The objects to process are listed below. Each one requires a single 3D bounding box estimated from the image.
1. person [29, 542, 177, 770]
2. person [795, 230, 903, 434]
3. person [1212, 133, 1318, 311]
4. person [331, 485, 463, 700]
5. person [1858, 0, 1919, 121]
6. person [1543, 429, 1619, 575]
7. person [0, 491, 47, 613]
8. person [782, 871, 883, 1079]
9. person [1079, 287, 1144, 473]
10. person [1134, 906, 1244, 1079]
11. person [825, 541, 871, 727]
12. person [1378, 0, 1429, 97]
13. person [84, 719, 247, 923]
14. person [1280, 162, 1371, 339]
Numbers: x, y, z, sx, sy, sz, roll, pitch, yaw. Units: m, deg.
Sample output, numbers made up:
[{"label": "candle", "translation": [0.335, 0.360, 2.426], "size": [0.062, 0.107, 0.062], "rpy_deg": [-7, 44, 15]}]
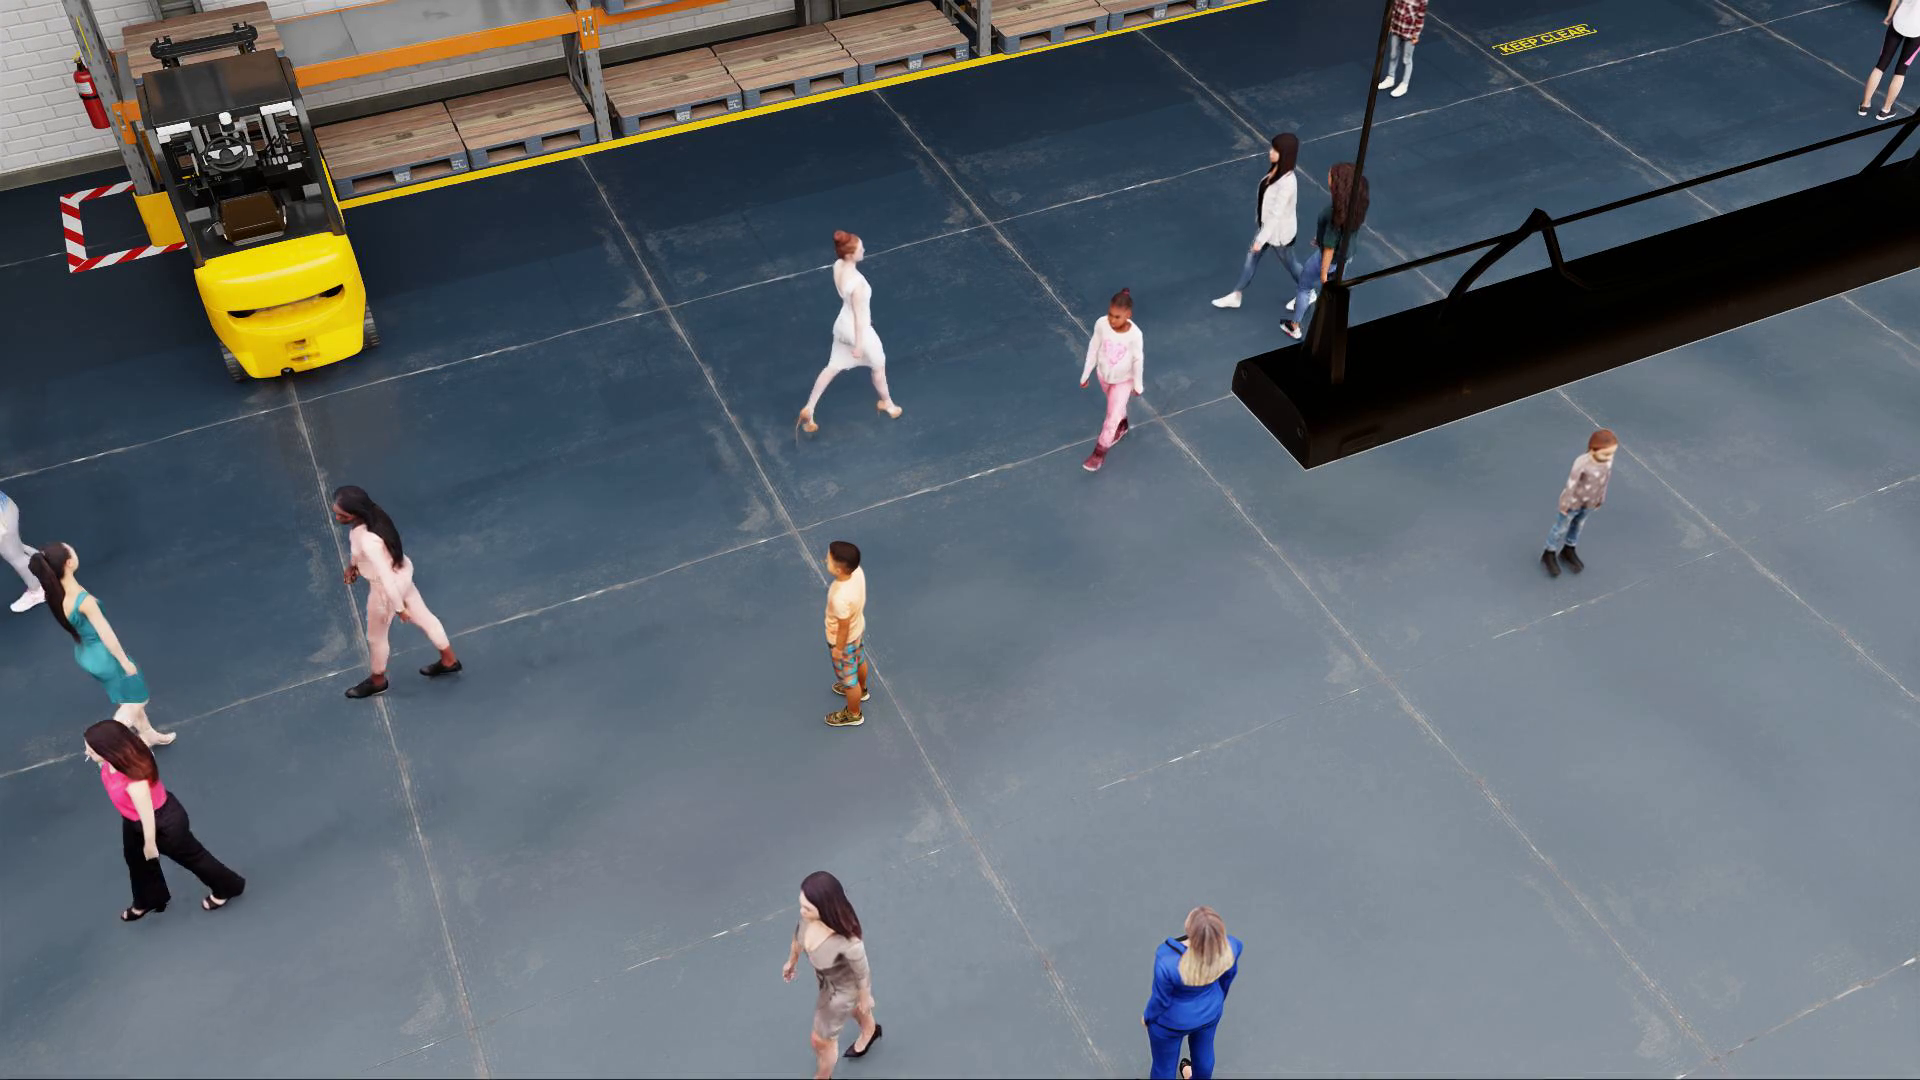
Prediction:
[{"label": "person", "translation": [-5.128, 0.751, 9.837], "size": [0.799, 1.665, 0.887], "rpy_deg": [30, 51, 27]}, {"label": "person", "translation": [-0.872, -1.474, 12.108], "size": [1.071, 1.754, 0.579], "rpy_deg": [-19, 47, -19]}, {"label": "person", "translation": [2.613, -2.496, 13.292], "size": [1.158, 1.602, 0.798], "rpy_deg": [-7, 44, -7]}, {"label": "person", "translation": [-3.436, 0.277, 10.315], "size": [1.003, 1.692, 0.749], "rpy_deg": [-8, 44, -9]}, {"label": "person", "translation": [8.881, -4.799, 15.573], "size": [0.675, 1.788, 0.657], "rpy_deg": [31, 52, 29]}, {"label": "person", "translation": [4.205, -0.291, 11.273], "size": [0.447, 1.193, 0.568], "rpy_deg": [-11, 45, -11]}, {"label": "person", "translation": [-6.275, -0.217, 10.897], "size": [0.764, 1.605, 0.684], "rpy_deg": [-33, 53, -30]}, {"label": "person", "translation": [-0.545, 2.150, 8.328], "size": [0.873, 1.721, 0.662], "rpy_deg": [-23, 48, -22]}, {"label": "person", "translation": [1.166, -1.245, 12.111], "size": [0.850, 1.419, 1.029], "rpy_deg": [26, 50, 25]}, {"label": "person", "translation": [1.121, 2.319, 8.165], "size": [0.490, 1.701, 0.676], "rpy_deg": [-16, 46, -16]}, {"label": "person", "translation": [-0.690, 0.553, 10.193], "size": [0.637, 1.461, 0.601], "rpy_deg": [6, 44, 7]}, {"label": "person", "translation": [4.320, -4.950, 16.083], "size": [0.590, 1.306, 0.581], "rpy_deg": [-33, 53, -30]}, {"label": "person", "translation": [-4.308, 1.497, 9.075], "size": [0.937, 1.637, 0.716], "rpy_deg": [-27, 50, -26]}, {"label": "person", "translation": [2.988, -2.196, 12.977], "size": [0.802, 1.601, 0.794], "rpy_deg": [27, 50, 25]}]
